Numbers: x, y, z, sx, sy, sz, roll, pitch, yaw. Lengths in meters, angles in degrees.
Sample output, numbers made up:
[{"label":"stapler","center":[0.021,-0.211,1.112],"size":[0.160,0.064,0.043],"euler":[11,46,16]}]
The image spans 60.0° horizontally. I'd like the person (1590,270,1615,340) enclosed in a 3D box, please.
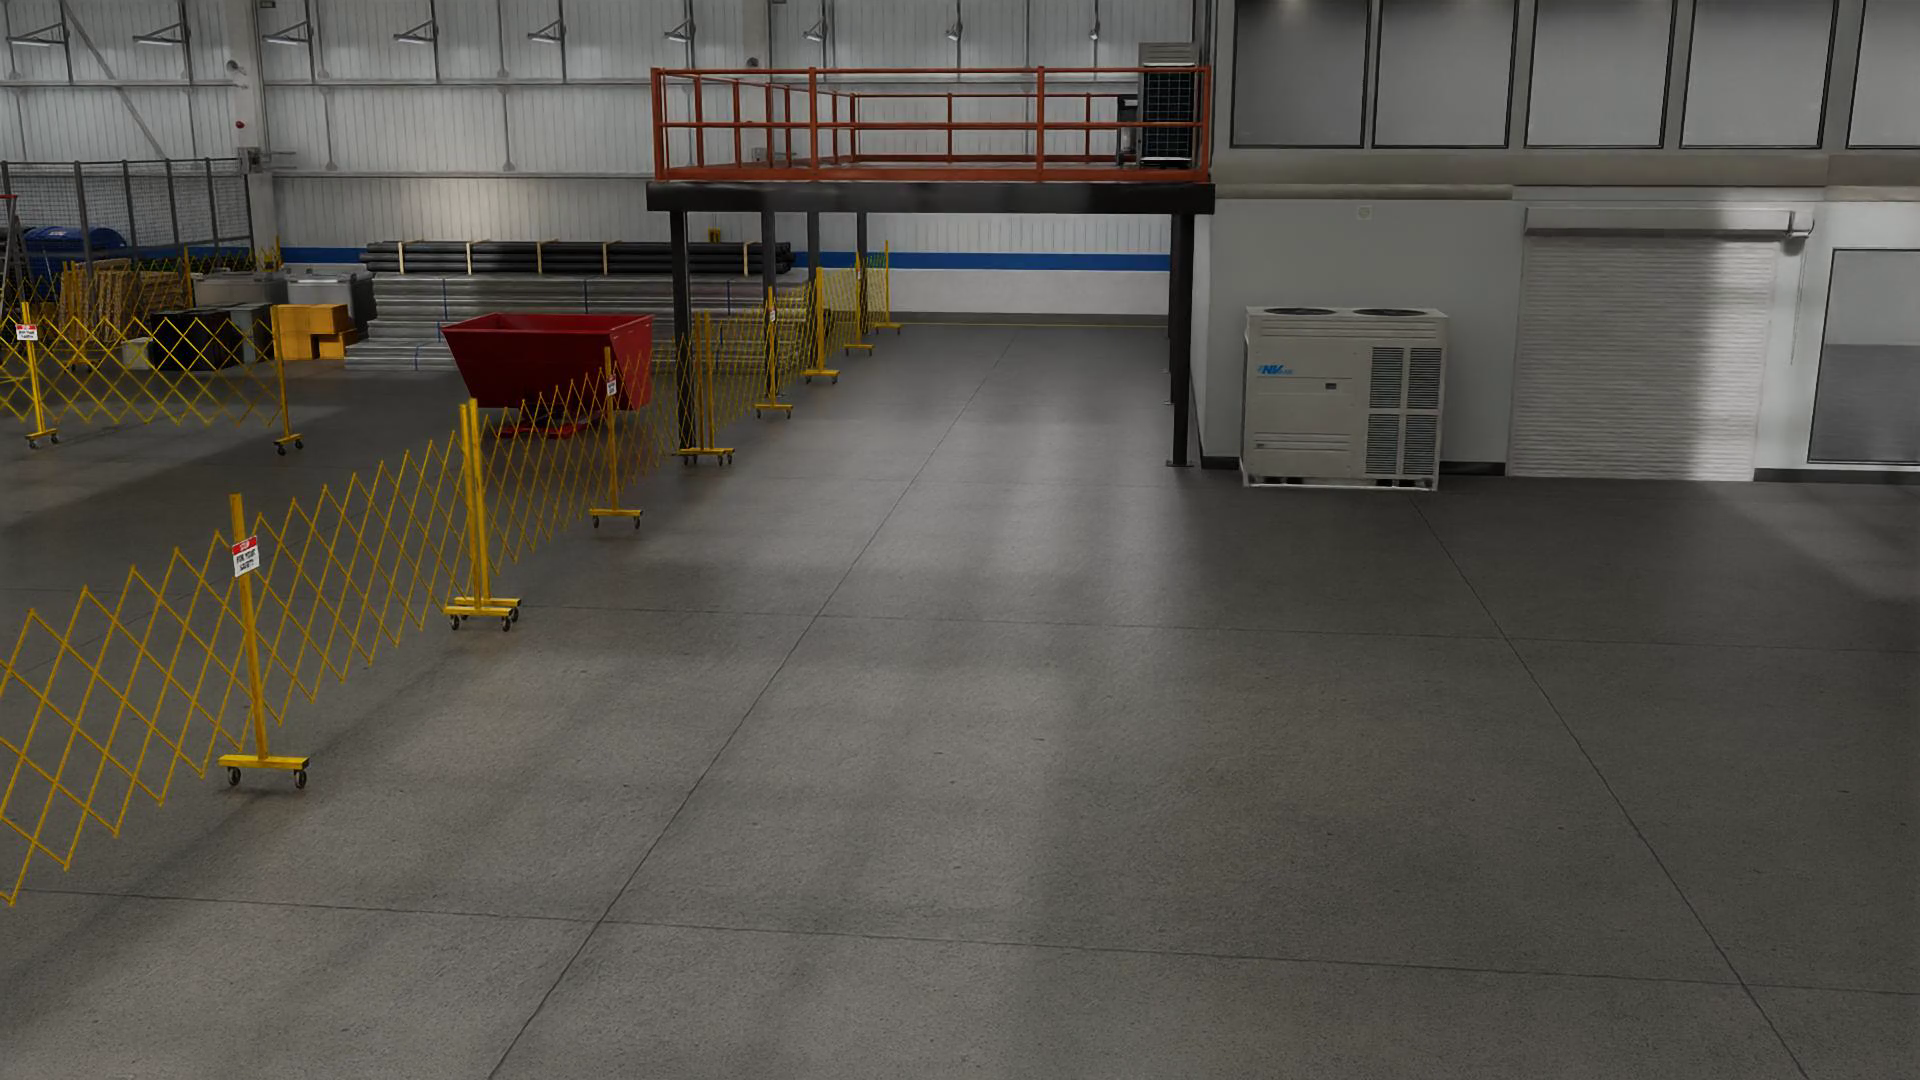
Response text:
[{"label":"person","center":[9.775,-3.551,25.347],"size":[0.670,1.889,0.532],"euler":[-10,17,-36]}]
